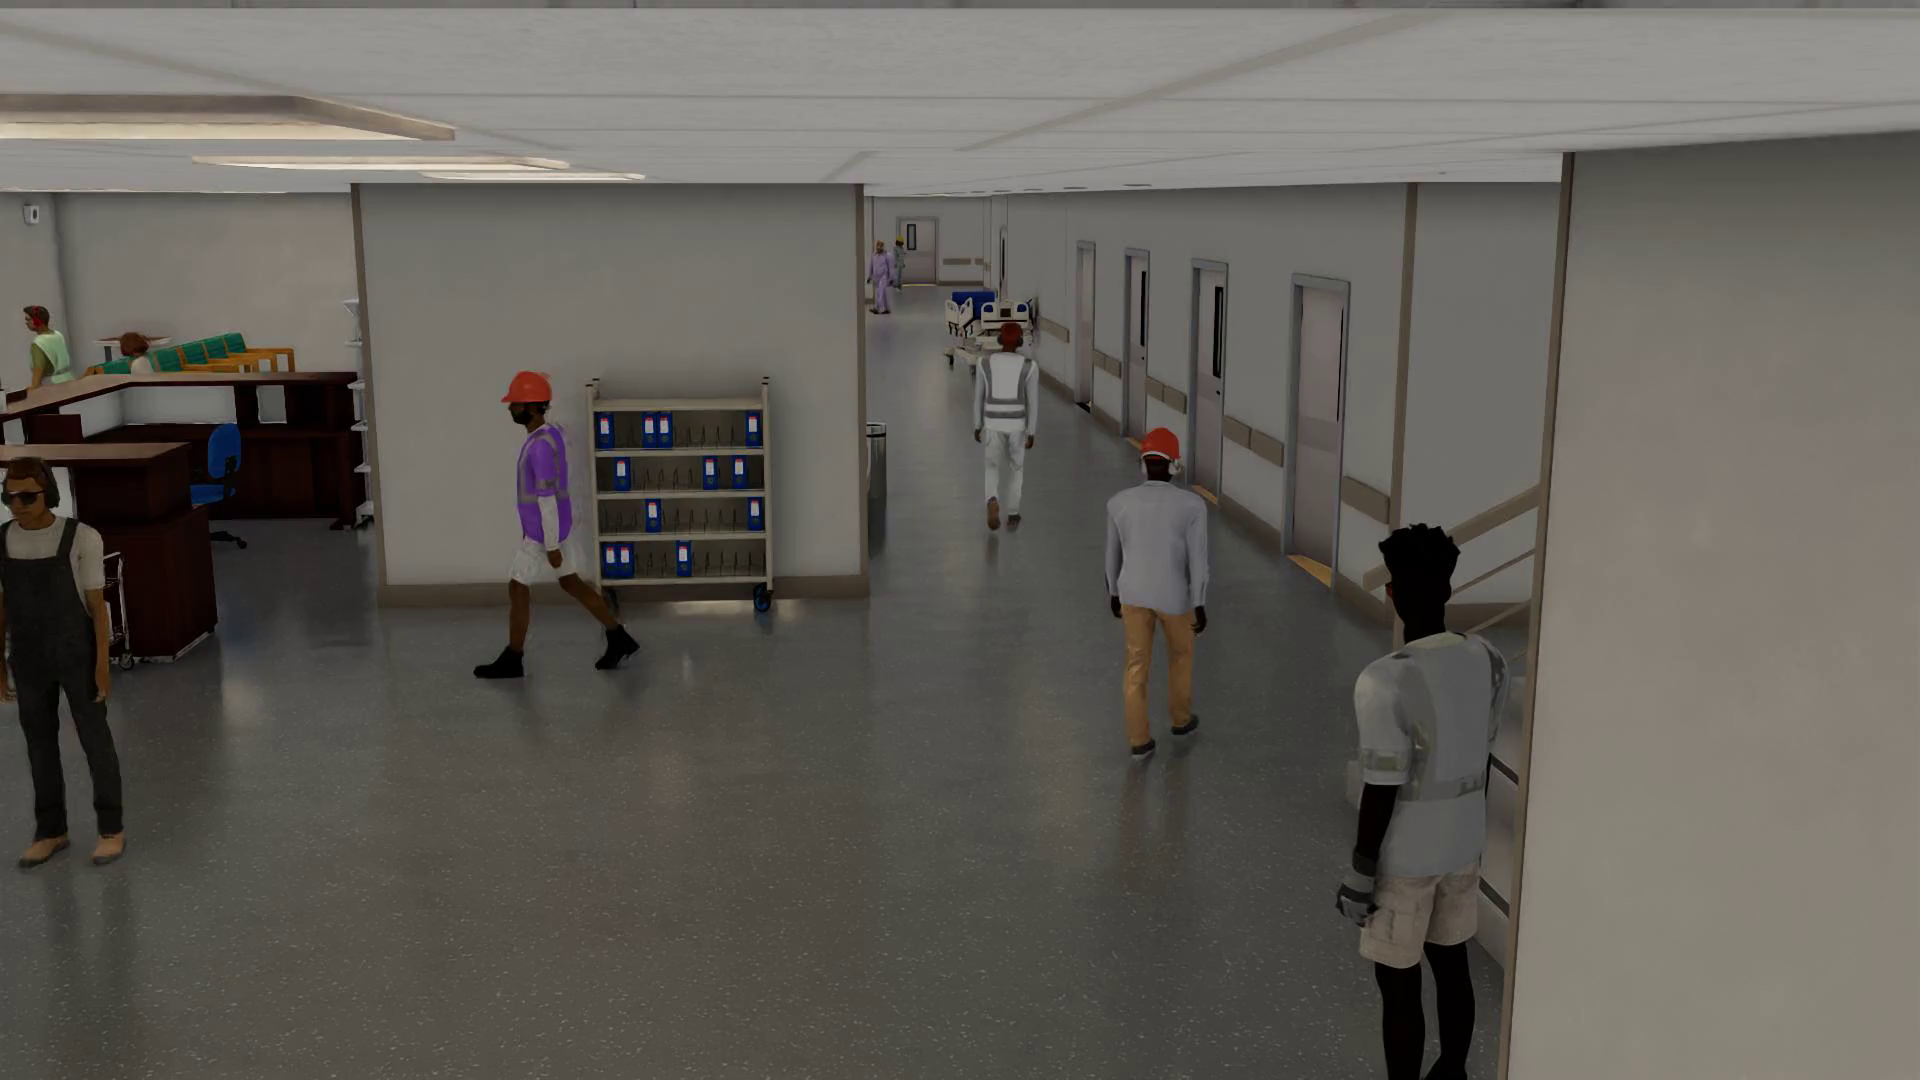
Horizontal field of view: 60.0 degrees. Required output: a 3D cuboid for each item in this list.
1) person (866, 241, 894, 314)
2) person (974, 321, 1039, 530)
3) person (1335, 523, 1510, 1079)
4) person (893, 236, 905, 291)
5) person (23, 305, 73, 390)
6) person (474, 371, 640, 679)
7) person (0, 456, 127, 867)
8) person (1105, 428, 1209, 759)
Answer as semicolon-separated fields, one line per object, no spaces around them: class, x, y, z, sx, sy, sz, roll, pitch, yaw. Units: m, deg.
person;-2.084;-6.706;42.566;0.643;1.856;0.989;9;15;38
person;0.398;-1.008;14.737;0.587;1.862;0.780;2;12;8
person;1.387;0.920;5.055;0.608;1.963;0.369;-9;14;-36
person;-1.945;-8.924;53.721;0.305;1.736;0.484;8;14;33
person;-9.486;-1.523;17.312;0.480;1.834;0.620;-1;12;-4
person;-2.473;-0.090;10.164;0.971;1.904;0.537;-1;12;-4
person;-3.959;0.536;7.259;0.512;1.837;0.360;-2;12;-8
person;1.072;0.261;8.850;0.591;1.717;0.762;5;13;24
